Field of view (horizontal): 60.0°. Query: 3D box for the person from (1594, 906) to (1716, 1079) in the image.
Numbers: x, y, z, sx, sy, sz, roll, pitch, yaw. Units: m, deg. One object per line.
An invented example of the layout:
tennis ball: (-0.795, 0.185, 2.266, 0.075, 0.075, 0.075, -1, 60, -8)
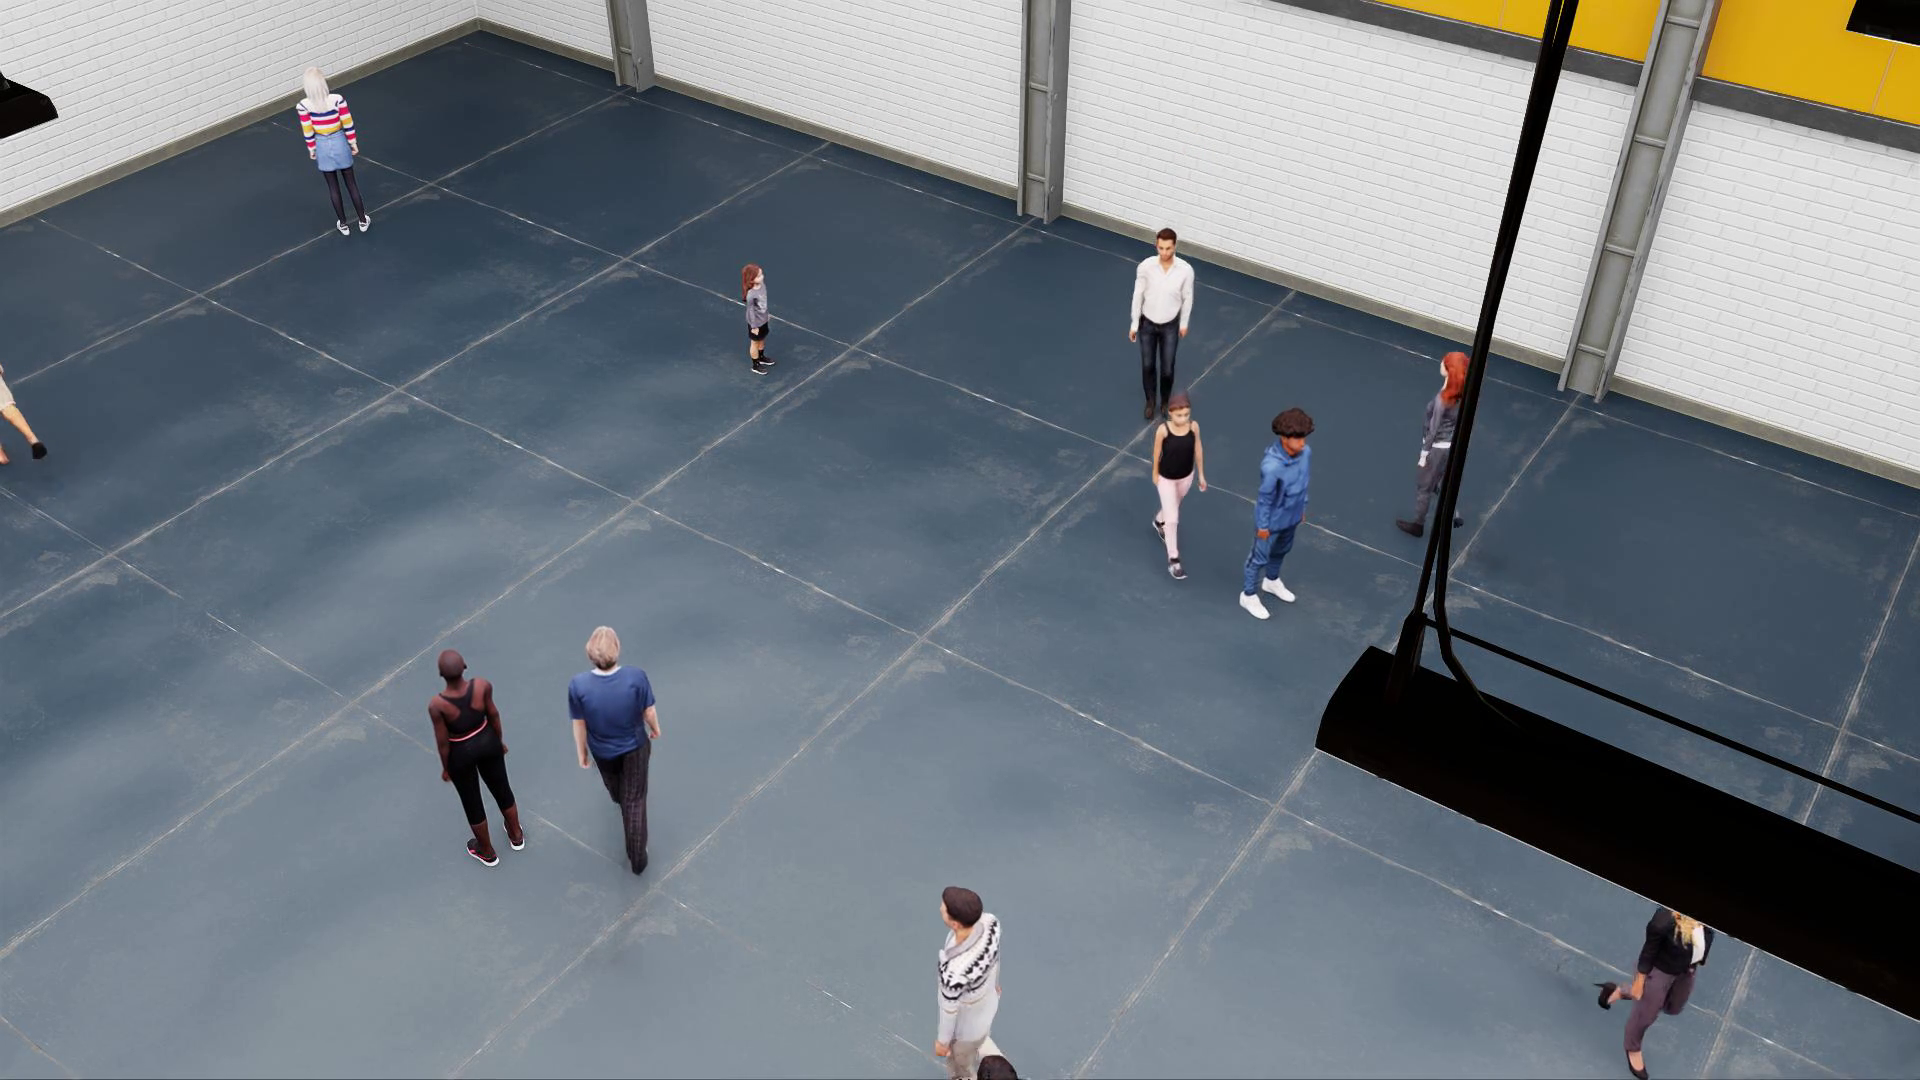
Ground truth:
person: (3.902, 2.373, 9.358, 0.804, 1.661, 0.896, -16, 41, -19)

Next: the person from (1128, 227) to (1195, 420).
person: (1.752, -1.934, 14.597, 0.675, 1.855, 0.811, 8, 39, 10)

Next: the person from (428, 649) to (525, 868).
person: (-3.080, 1.366, 10.542, 0.649, 1.758, 0.612, -28, 46, -30)

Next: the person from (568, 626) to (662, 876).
person: (-2.143, 1.372, 10.480, 1.141, 1.826, 1.191, -6, 39, -7)

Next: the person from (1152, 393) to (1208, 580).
person: (1.675, -0.529, 13.102, 0.929, 1.524, 1.068, -11, 40, -13)

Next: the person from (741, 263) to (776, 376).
person: (-1.875, -2.069, 15.366, 0.528, 1.106, 0.524, 10, 40, 12)

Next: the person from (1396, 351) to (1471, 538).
person: (3.853, -0.702, 13.121, 0.803, 1.771, 0.666, 32, 48, 33)

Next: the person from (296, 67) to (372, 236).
person: (-6.522, -4.051, 17.285, 0.716, 1.808, 0.713, -14, 41, -17)

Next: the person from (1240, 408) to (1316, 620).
person: (2.391, -0.223, 12.494, 0.713, 1.805, 0.636, -29, 47, -32)

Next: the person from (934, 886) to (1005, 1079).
person: (0.116, 2.568, 8.967, 0.790, 1.845, 0.757, 15, 41, 18)
